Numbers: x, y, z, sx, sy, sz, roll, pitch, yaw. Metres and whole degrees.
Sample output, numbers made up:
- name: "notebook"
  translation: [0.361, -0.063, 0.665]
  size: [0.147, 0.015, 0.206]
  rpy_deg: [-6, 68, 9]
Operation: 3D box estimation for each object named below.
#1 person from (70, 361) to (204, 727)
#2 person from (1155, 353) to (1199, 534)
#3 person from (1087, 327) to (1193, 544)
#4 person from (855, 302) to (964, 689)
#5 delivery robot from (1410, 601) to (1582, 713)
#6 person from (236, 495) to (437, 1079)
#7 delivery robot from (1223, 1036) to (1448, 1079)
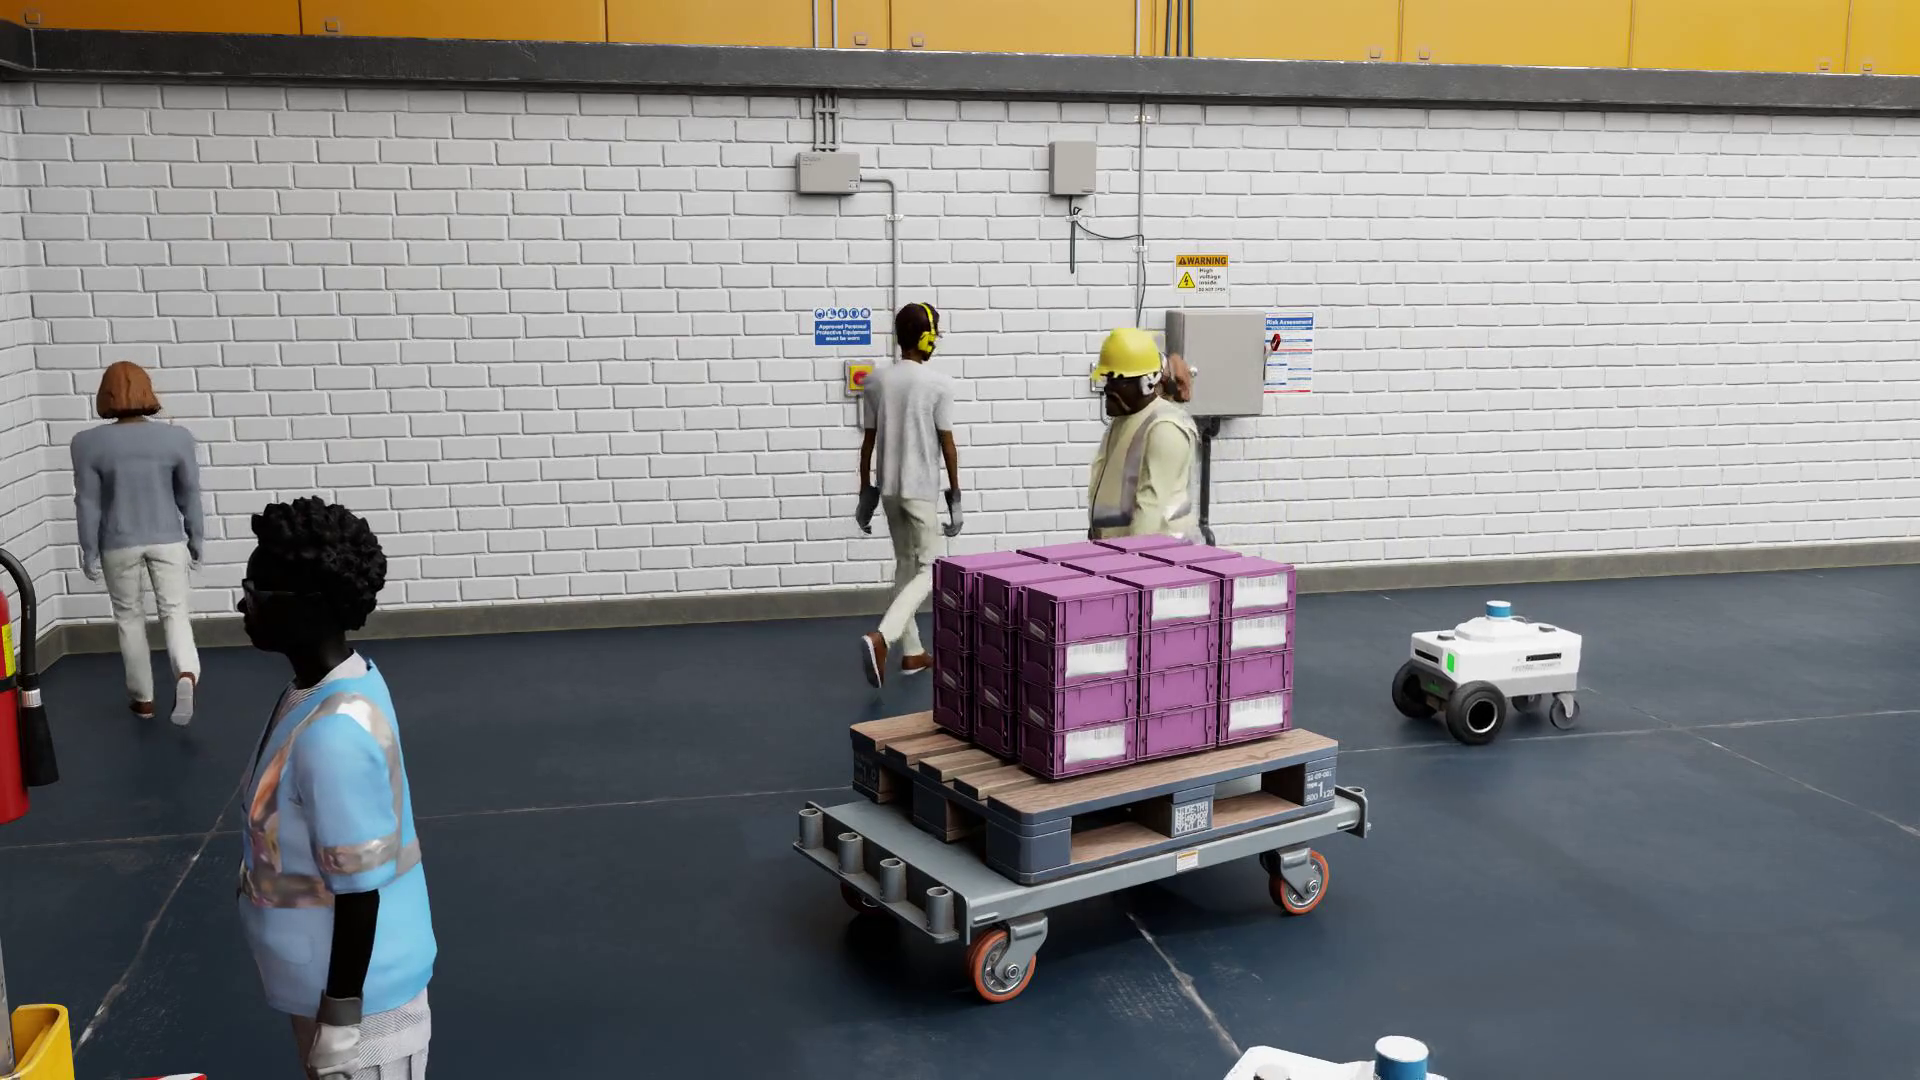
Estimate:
- name: "person"
  translation: [-3.561, 0.028, 7.262]
  size: [0.502, 1.612, 0.663]
  rpy_deg: [-7, 12, -32]
- name: "person"
  translation: [0.924, -0.047, 7.668]
  size: [0.407, 1.643, 0.517]
  rpy_deg: [-2, 10, -11]
- name: "person"
  translation: [0.607, 0.073, 6.515]
  size: [0.728, 1.795, 0.588]
  rpy_deg: [-3, 11, -18]
- name: "person"
  translation: [-0.275, -0.205, 7.927]
  size: [0.561, 1.841, 0.748]
  rpy_deg: [6, 12, 28]
- name: "delivery robot"
  translation: [2.341, 0.510, 7.262]
  size: [0.707, 0.478, 0.477]
  rpy_deg: [-3, 11, -18]
- name: "person"
  translation: [-1.096, 0.763, 2.947]
  size: [0.318, 1.700, 0.535]
  rpy_deg: [-5, 11, -24]
- name: "delivery robot"
  translation: [0.864, 1.227, 3.290]
  size: [0.707, 0.478, 0.477]
  rpy_deg: [6, 12, 29]
